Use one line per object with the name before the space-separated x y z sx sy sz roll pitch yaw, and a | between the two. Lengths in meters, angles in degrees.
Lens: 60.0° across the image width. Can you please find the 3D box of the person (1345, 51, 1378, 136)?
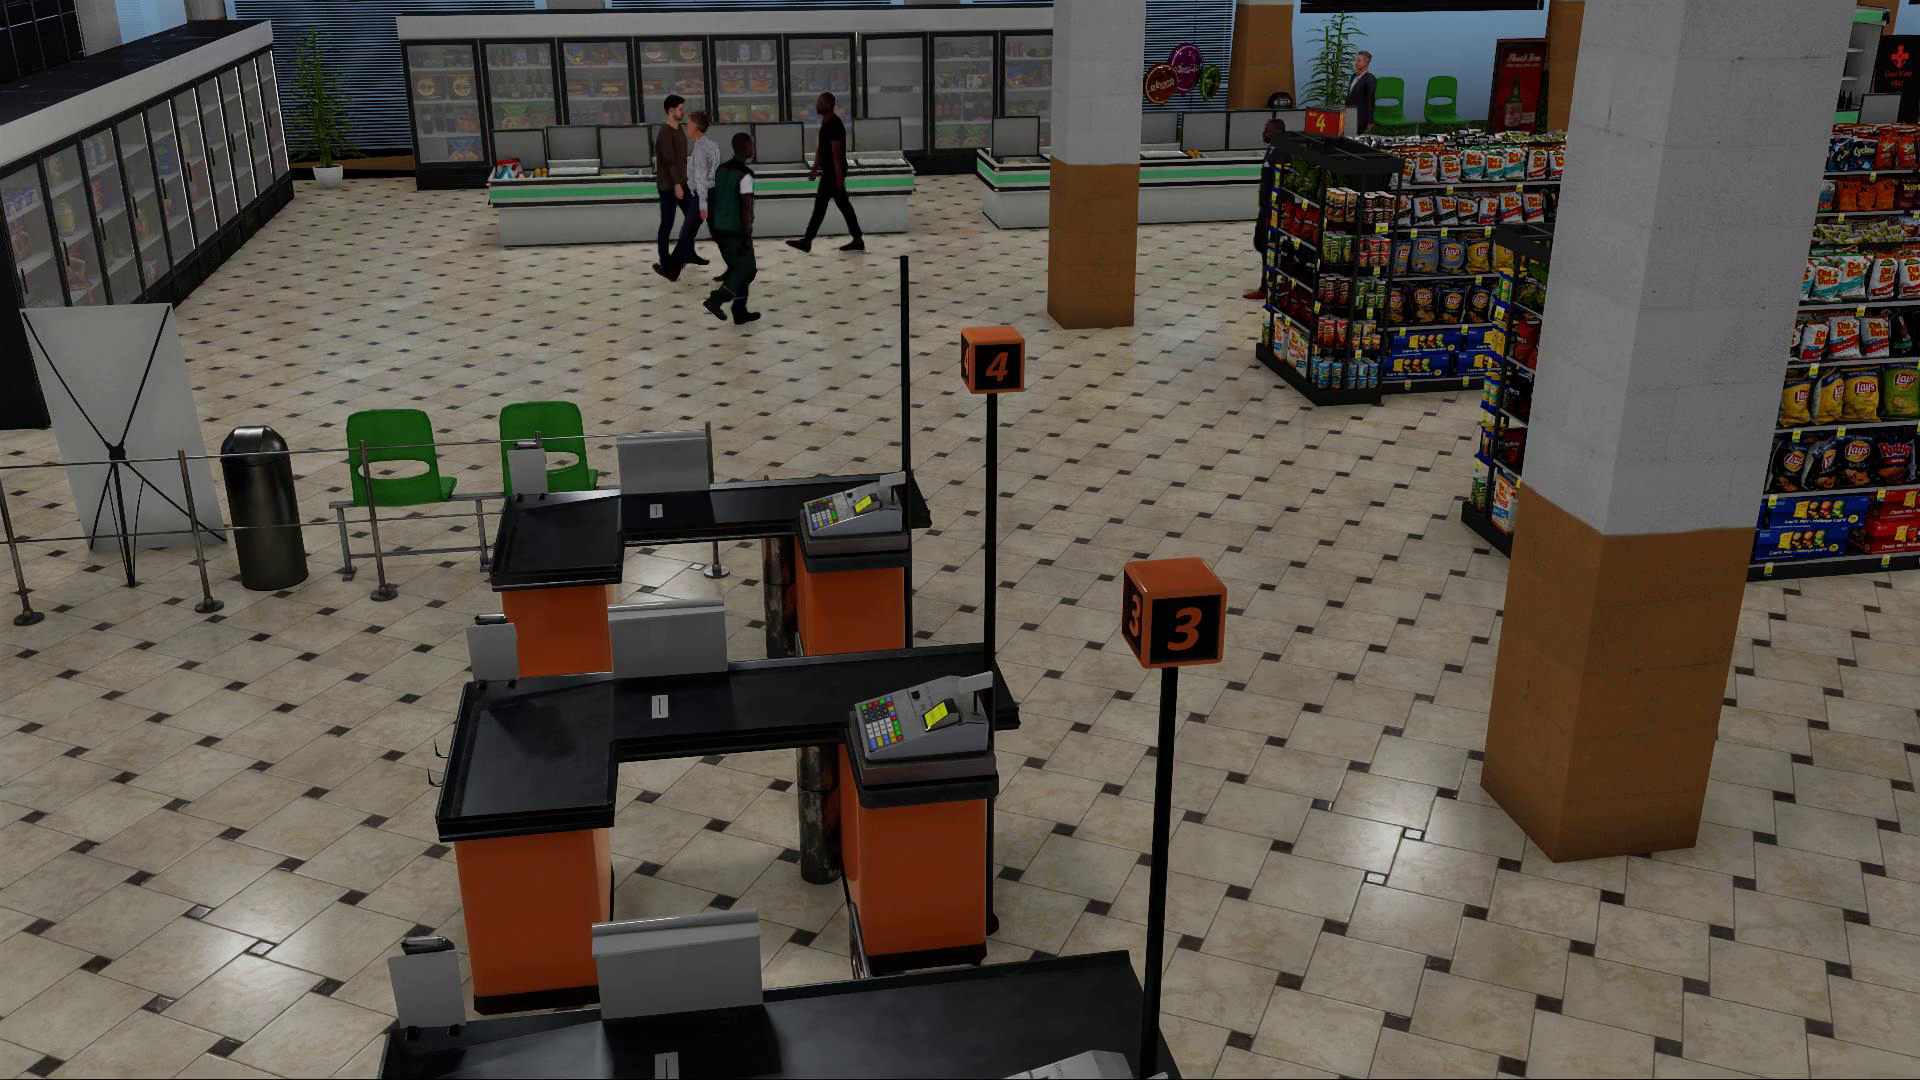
person | 5.553 -5.804 22.967 1.190 1.798 0.745 -5 22 -12

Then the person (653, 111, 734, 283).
person | -2.558 -3.521 17.320 1.228 1.773 0.948 3 22 7

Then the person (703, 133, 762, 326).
person | -2.213 -2.895 15.716 1.039 1.807 0.932 -18 28 -37

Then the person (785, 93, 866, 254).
person | -1.340 -4.118 18.801 1.124 1.777 0.675 -3 22 -8

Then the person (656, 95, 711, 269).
person | -3.191 -3.861 18.042 0.879 1.865 0.813 5 22 13

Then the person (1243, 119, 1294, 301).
person | 3.236 -3.324 16.777 0.891 1.811 0.836 3 22 7
